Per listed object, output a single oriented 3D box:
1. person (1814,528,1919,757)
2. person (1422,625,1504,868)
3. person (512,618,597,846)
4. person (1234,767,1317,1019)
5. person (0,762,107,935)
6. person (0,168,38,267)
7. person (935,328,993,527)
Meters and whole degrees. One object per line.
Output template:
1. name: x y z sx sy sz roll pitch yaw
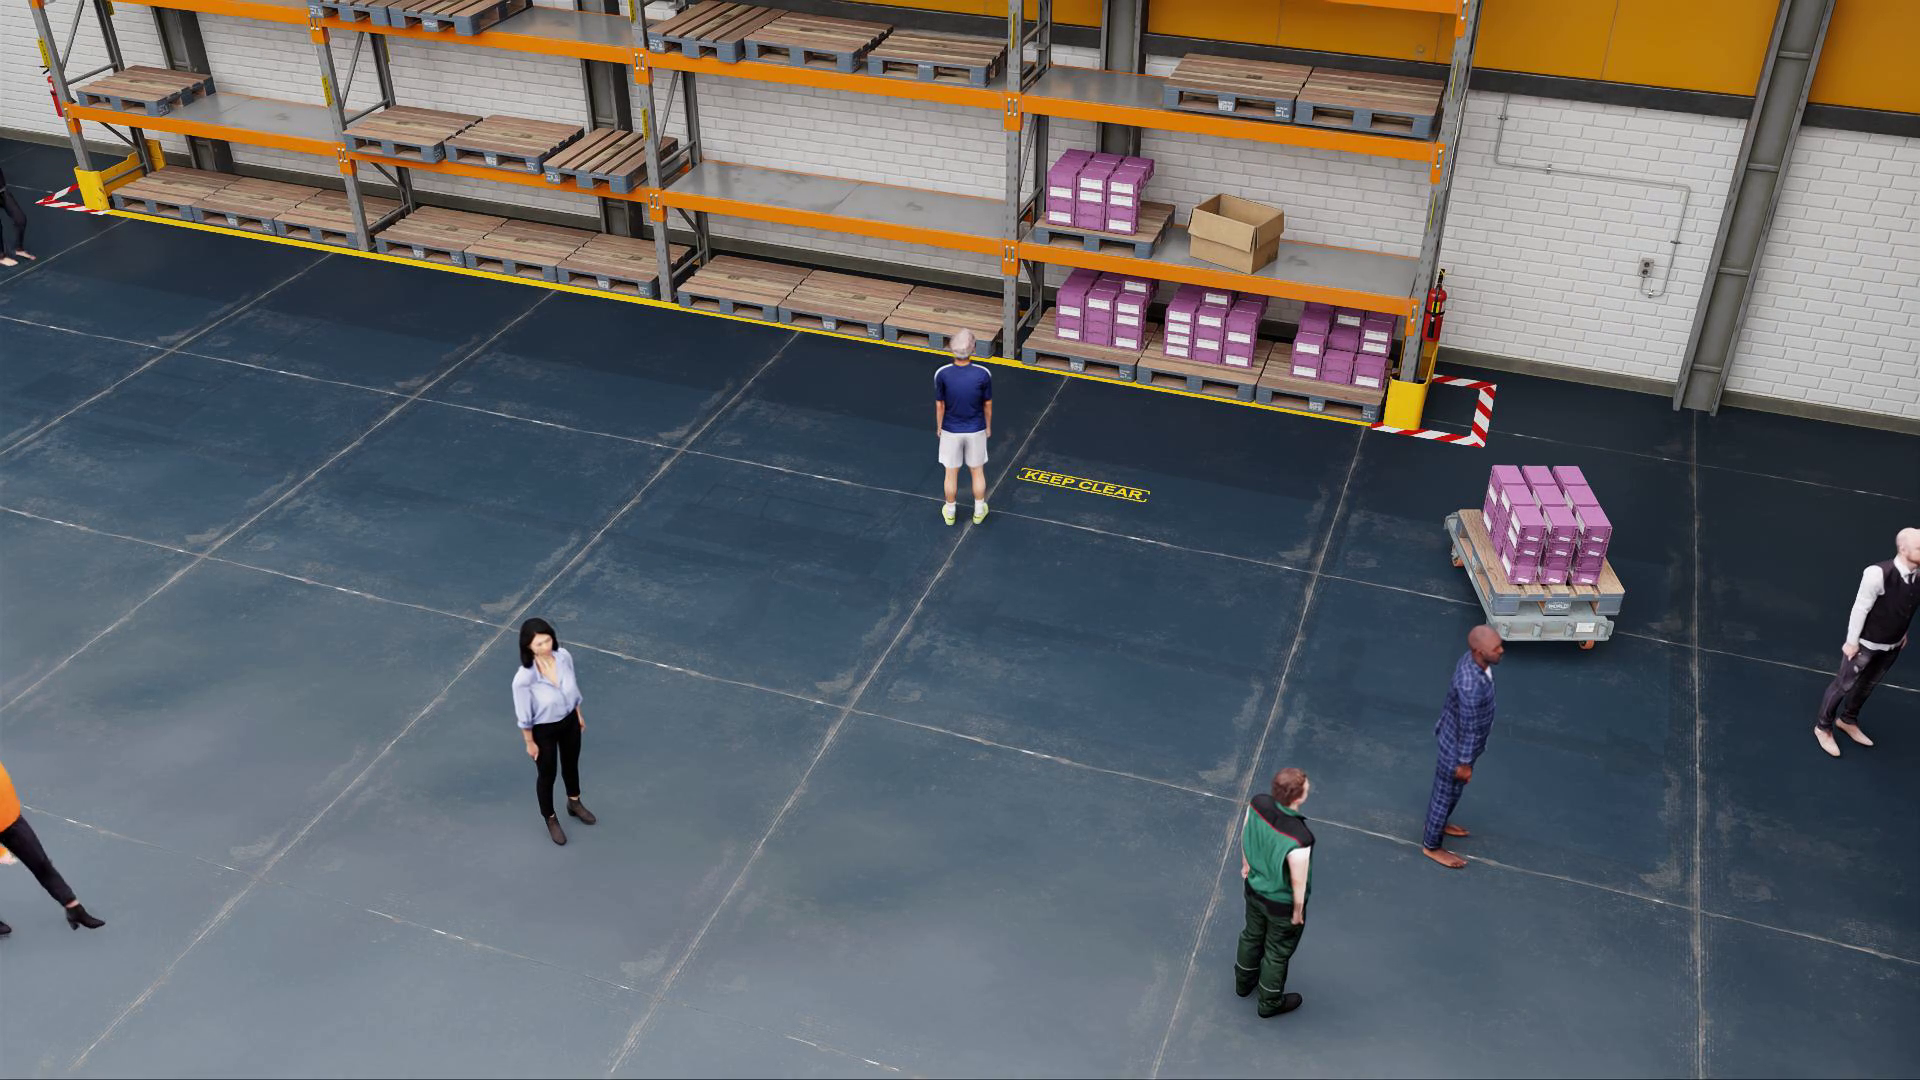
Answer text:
1. person: 6.468 0.697 11.743 0.754 1.822 0.843 -10 35 -15
2. person: 3.263 1.300 10.839 0.594 1.819 0.647 12 36 18
3. person: -2.687 1.243 10.992 0.679 1.744 0.723 25 41 32
4. person: 1.848 2.033 9.716 0.800 1.842 0.709 -20 39 -28
5. person: -5.995 1.808 10.177 1.129 1.706 0.770 5 34 7
6. person: -11.023 -3.941 18.819 0.590 1.713 0.626 11 35 16
7. person: 0.033 -0.958 14.218 0.631 1.839 0.771 -1 34 -2
